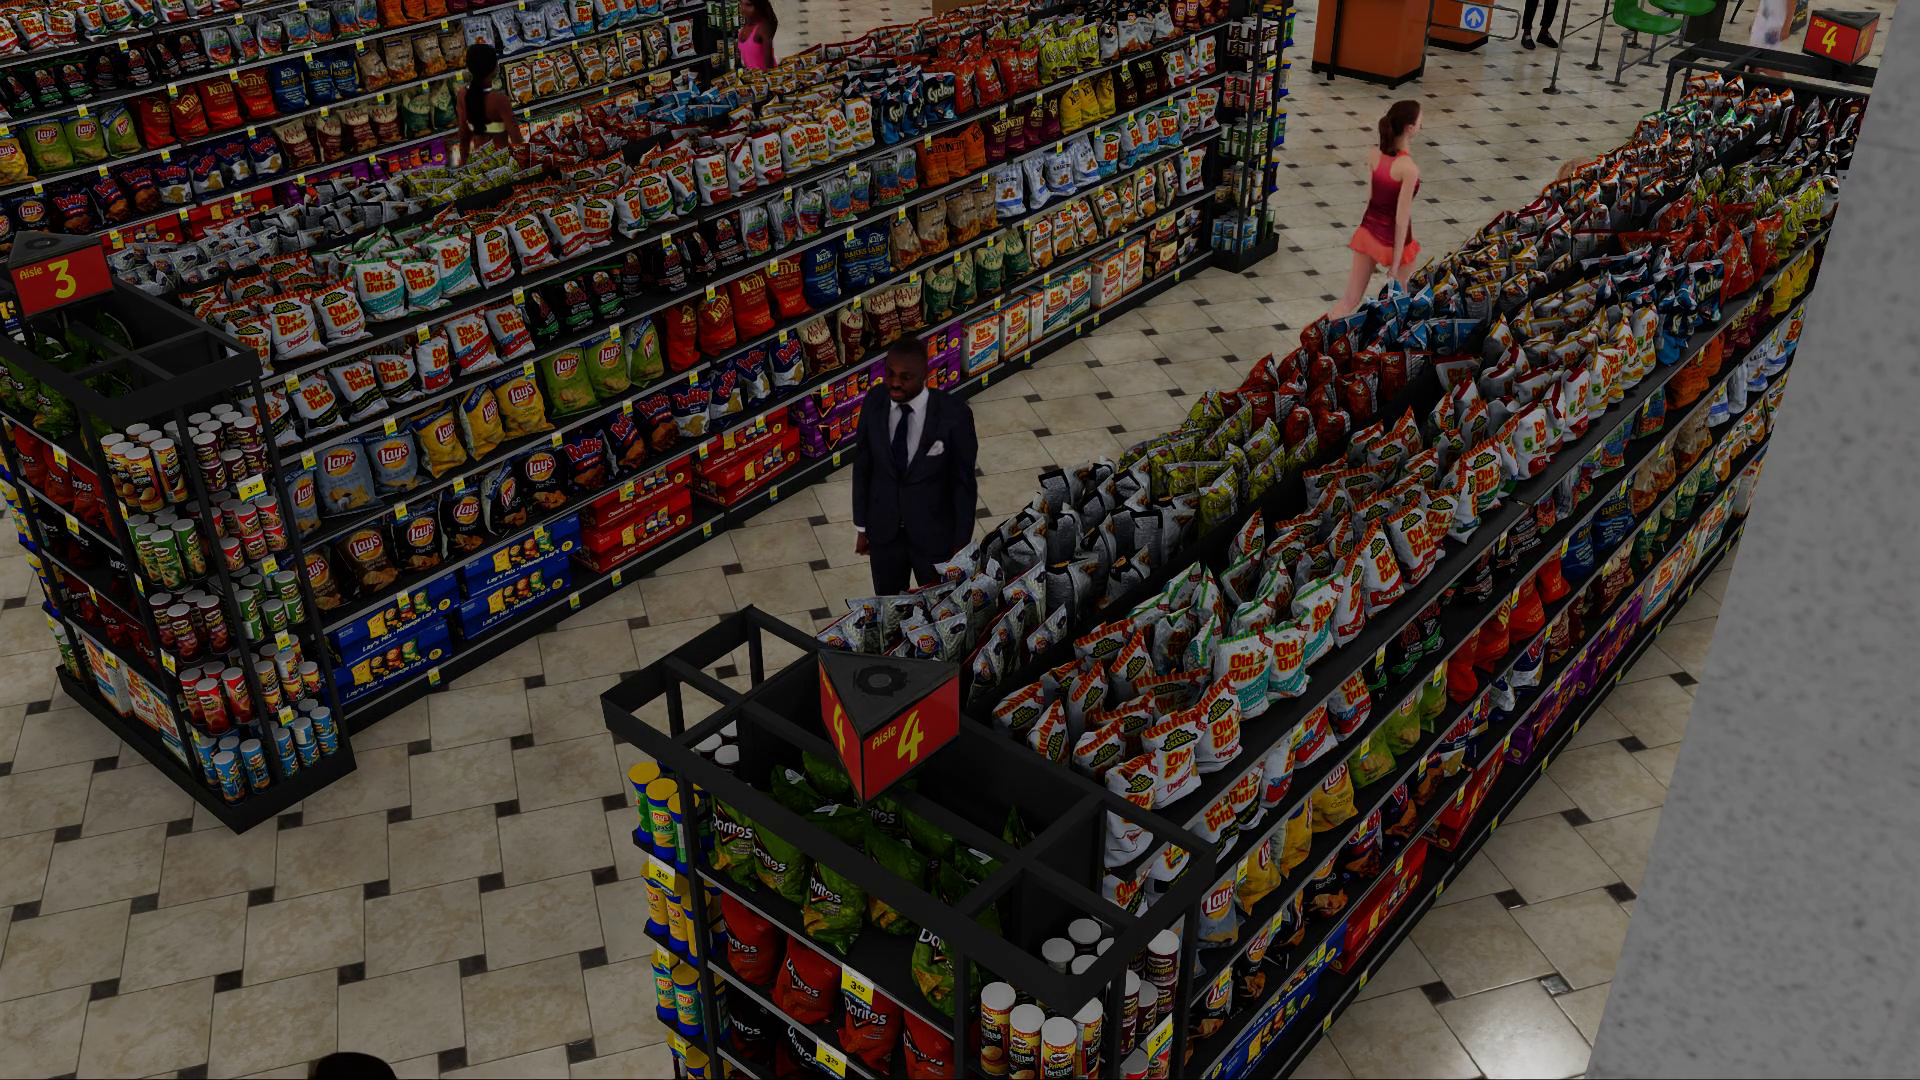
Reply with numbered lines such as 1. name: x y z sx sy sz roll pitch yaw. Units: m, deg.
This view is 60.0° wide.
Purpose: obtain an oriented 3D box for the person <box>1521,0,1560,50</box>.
1. person: 5.827 -5.766 16.287 0.701 1.819 0.805 -8 33 -12

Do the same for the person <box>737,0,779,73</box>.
1. person: -1.373 -3.365 12.565 0.978 1.675 0.713 -17 36 -25

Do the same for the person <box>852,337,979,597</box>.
1. person: -0.199 -0.032 7.068 0.775 1.824 0.724 11 33 17

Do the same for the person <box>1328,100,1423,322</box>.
1. person: 2.450 -1.737 9.910 1.167 1.716 0.704 -23 39 -32

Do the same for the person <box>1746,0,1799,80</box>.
1. person: 7.030 -4.453 14.254 0.890 1.738 0.801 -7 33 -11

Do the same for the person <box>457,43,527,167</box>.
1. person: -3.081 -2.297 10.808 0.799 1.718 1.106 12 34 19
